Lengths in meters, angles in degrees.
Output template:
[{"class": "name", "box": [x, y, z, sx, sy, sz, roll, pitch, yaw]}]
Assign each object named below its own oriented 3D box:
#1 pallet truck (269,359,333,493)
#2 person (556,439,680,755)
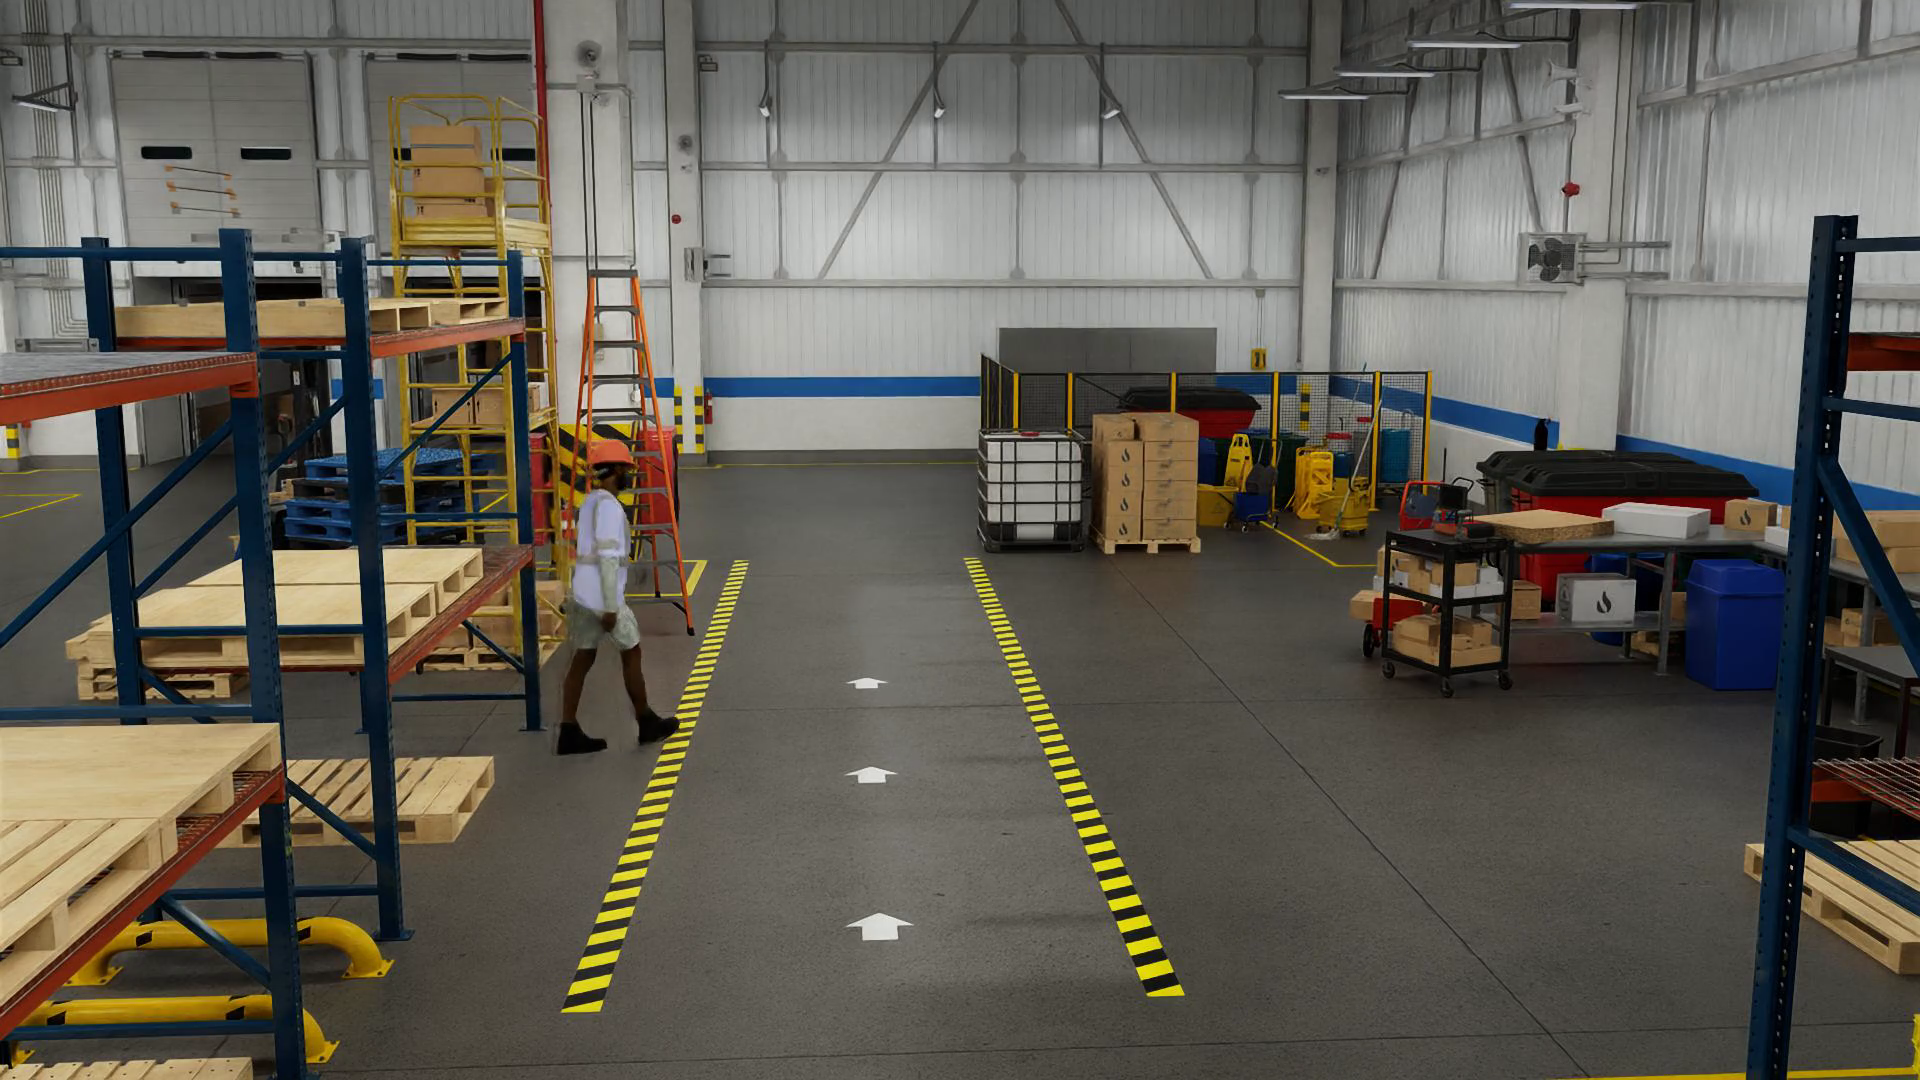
[{"class": "pallet truck", "box": [-7.062, -1.131, 18.996, 1.885, 1.965, 0.823, 2, 9, 13]}, {"class": "person", "box": [-2.113, 0.336, 10.125, 0.872, 1.883, 0.571, -6, 11, -34]}]
